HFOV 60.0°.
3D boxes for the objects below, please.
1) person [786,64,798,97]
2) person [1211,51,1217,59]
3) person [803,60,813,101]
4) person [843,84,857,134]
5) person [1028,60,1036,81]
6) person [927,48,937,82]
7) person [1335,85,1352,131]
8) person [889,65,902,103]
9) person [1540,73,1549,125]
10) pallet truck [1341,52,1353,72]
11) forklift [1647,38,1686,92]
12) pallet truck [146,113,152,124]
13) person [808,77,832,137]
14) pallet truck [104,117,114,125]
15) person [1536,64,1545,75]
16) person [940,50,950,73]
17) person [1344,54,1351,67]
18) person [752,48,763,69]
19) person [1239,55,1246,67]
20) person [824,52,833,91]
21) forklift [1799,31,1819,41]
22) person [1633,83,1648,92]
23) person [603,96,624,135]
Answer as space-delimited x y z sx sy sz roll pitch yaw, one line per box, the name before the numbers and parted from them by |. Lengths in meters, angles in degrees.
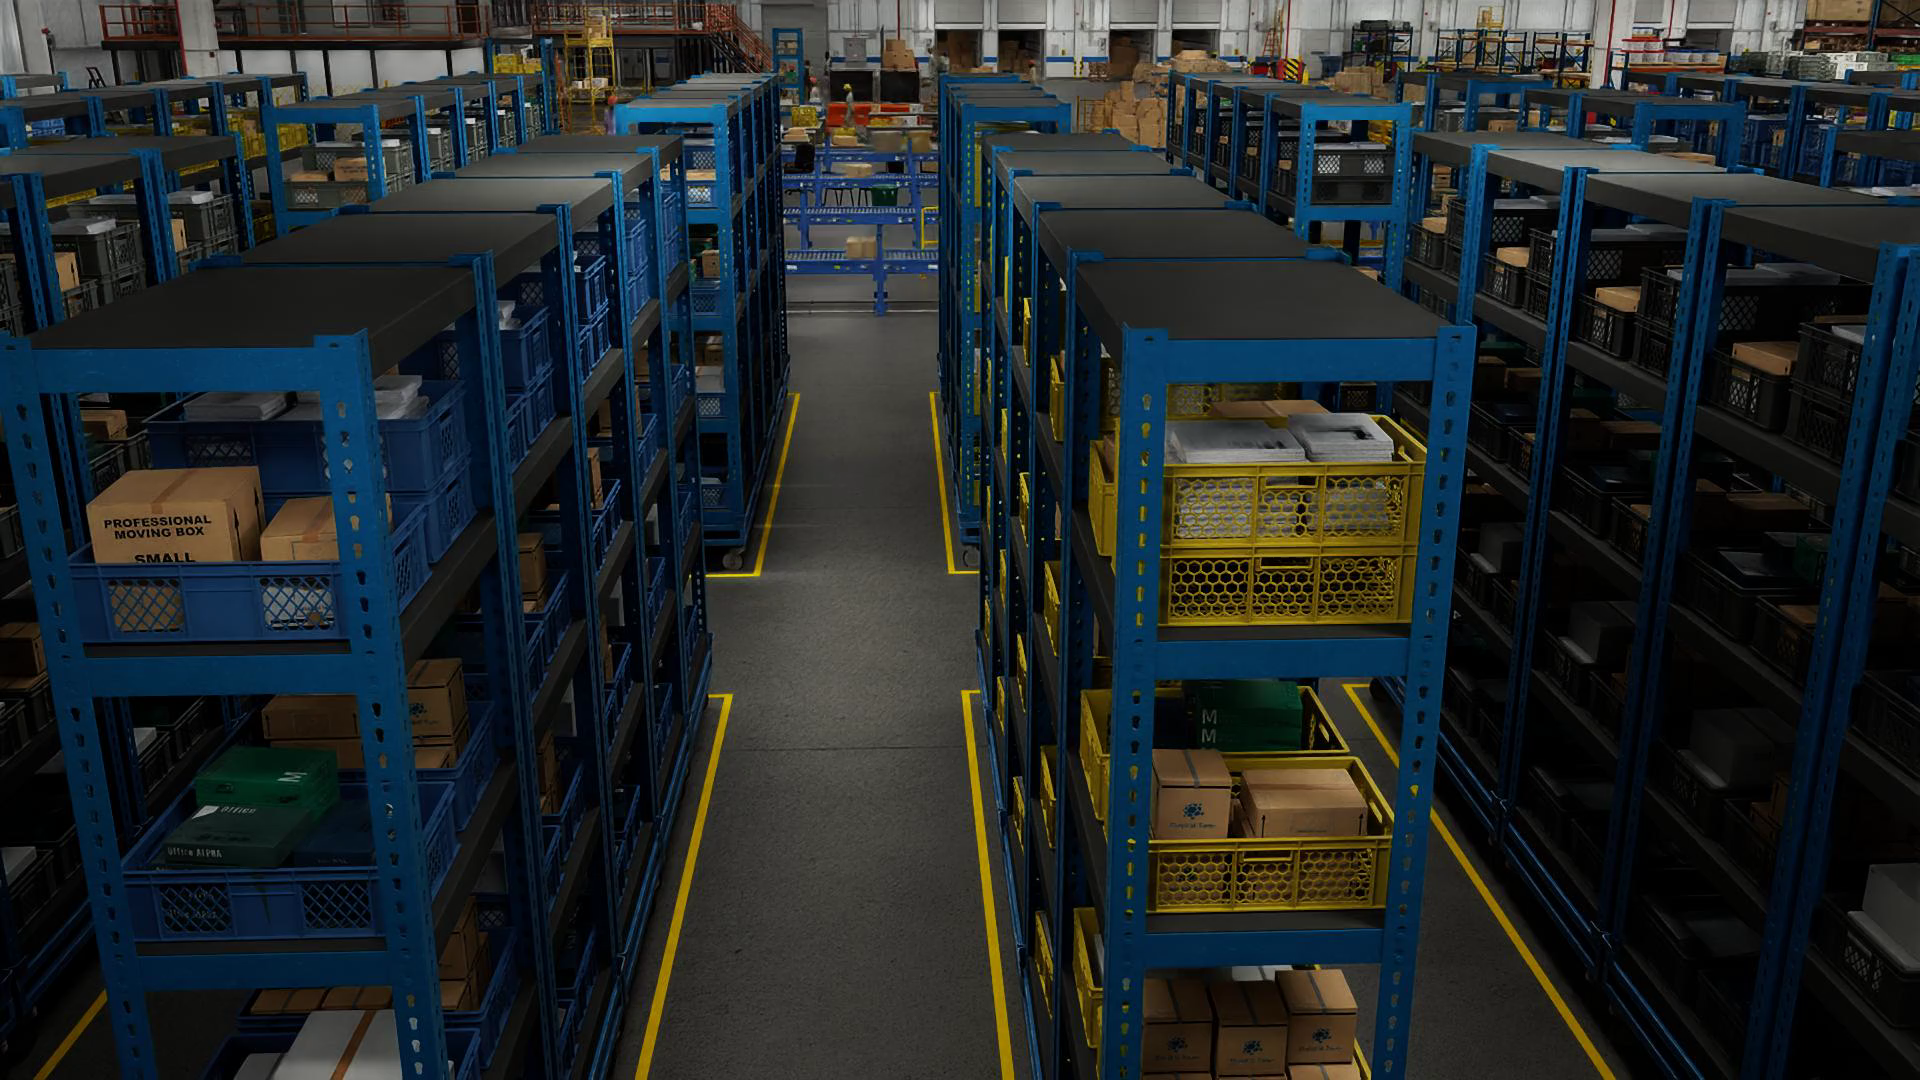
person | -6.779 -18.199 67.107 0.542 1.928 0.374 -9 20 -27
person | 13.152 -24.565 86.833 0.588 1.909 0.597 7 19 21
person | -6.938 -20.927 75.714 0.523 1.824 0.678 0 18 0
person | -3.743 -14.307 55.388 0.693 1.708 0.500 -2 18 -6
person | 3.185 -20.053 72.860 0.673 1.918 0.564 -6 19 -18
person | -1.609 -26.854 93.998 0.524 1.856 0.523 -3 18 -10
person | 11.874 -13.074 51.309 0.656 1.886 0.670 2 18 7
person | -2.694 -18.914 69.477 0.595 1.840 0.978 12 21 33
person | 20.327 -15.373 58.364 0.939 1.919 0.631 12 22 34
pallet truck | 18.794 -23.123 82.231 0.823 1.965 1.885 -13 22 -35
forklift | 30.830 -20.350 72.237 1.129 2.768 1.873 -1 18 -2
pallet truck | -18.087 -8.309 36.390 1.885 1.965 0.823 -1 18 -4
person | -4.709 -14.292 54.974 0.946 1.961 0.609 2 18 5
pallet truck | -18.367 -7.885 35.078 1.885 1.965 0.823 1 18 2
person | 24.101 -18.860 69.271 0.527 1.857 0.319 -10 20 -28
person | -0.832 -25.005 88.186 0.616 1.920 0.818 -8 20 -24
person | 20.739 -25.247 89.149 0.978 1.793 0.640 11 21 31
person | -11.144 -26.138 91.713 0.584 1.911 0.390 -8 20 -25
person | 13.579 -22.400 80.172 0.356 1.886 0.574 -6 19 -17
person | -6.682 -23.814 84.511 0.383 1.912 0.591 -13 22 -34
forklift | 45.907 -26.183 90.288 1.129 2.768 1.873 -1 18 -2
person | 24.811 -15.991 60.753 0.524 1.629 0.397 7 19 22
person | -9.018 -10.504 43.180 0.633 1.993 0.960 5 19 16
